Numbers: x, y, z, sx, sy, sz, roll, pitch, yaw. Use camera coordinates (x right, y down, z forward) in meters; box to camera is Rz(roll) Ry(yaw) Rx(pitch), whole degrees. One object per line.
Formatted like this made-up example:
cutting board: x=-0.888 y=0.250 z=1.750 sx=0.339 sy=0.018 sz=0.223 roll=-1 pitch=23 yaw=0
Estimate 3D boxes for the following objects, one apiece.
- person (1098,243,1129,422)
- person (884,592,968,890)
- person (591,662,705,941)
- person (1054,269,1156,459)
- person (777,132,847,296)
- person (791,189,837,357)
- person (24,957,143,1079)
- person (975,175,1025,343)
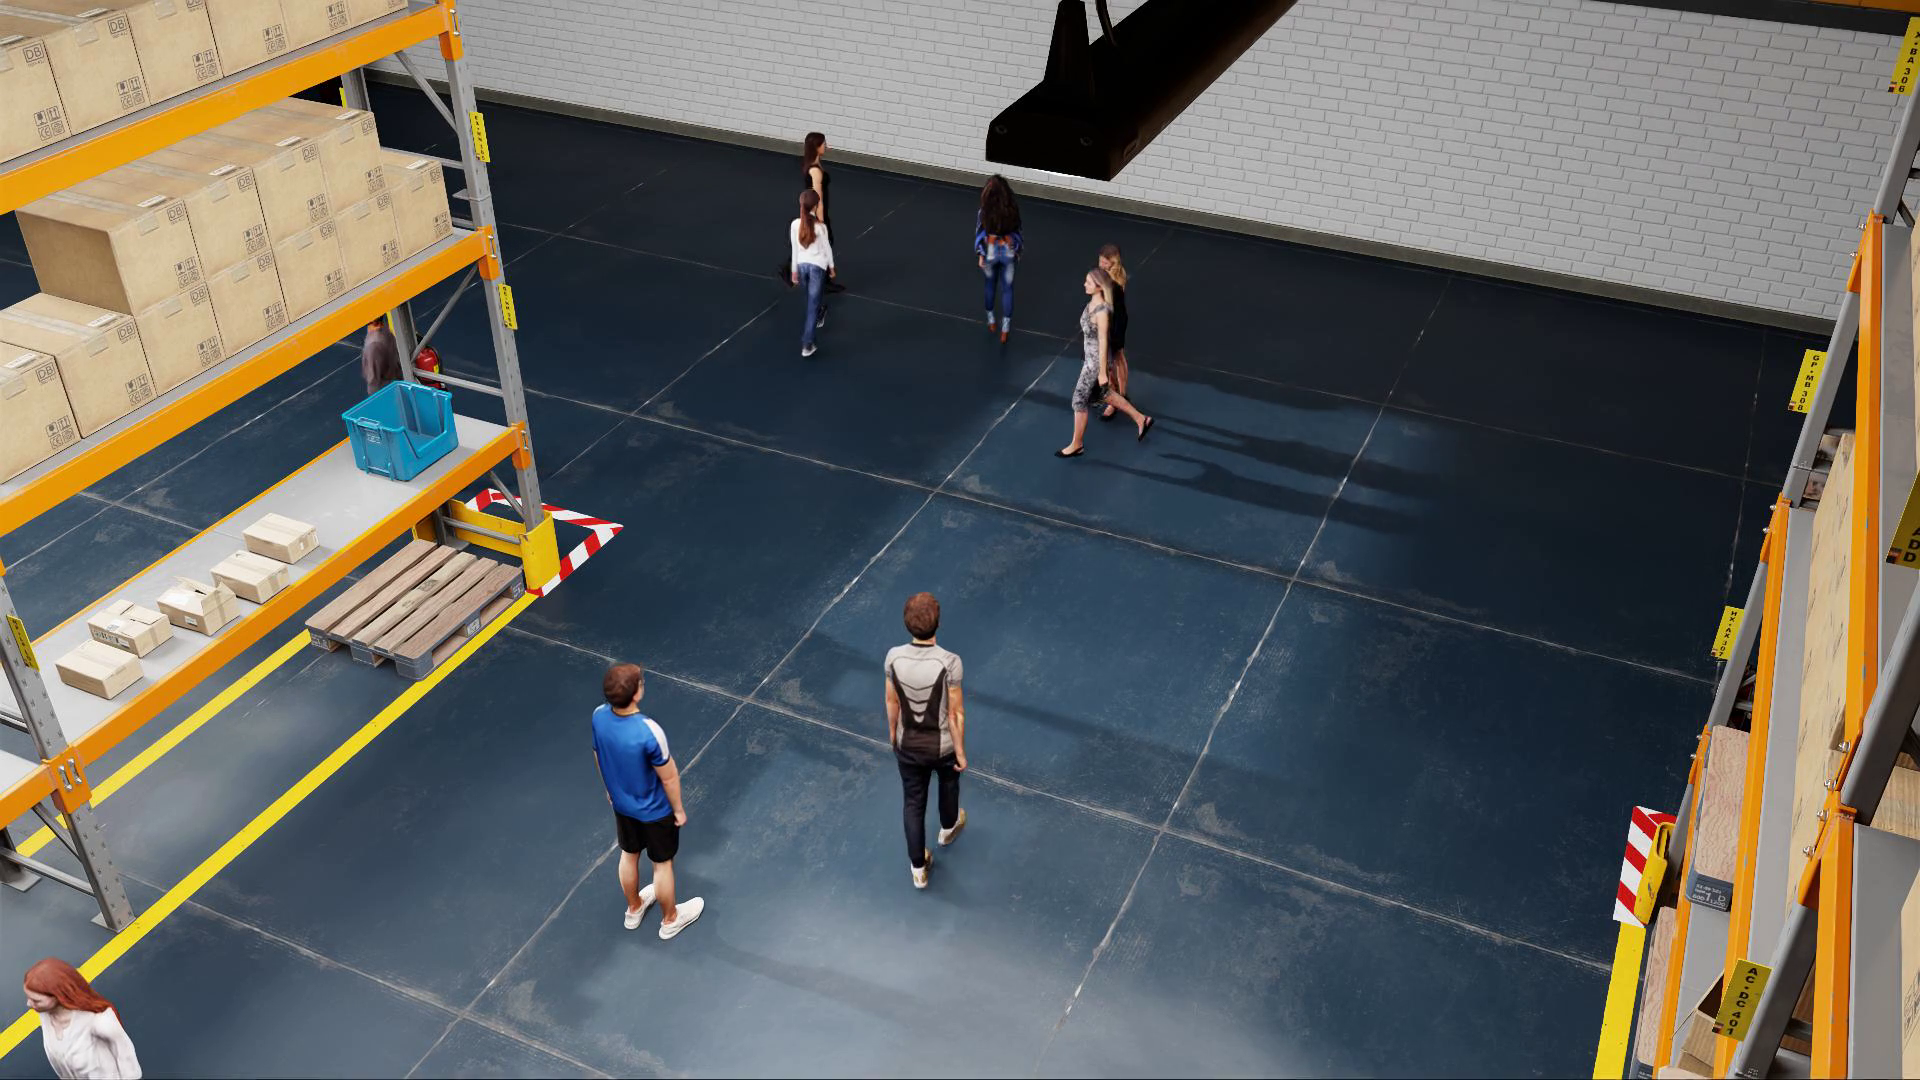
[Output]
person: x=1.355 y=-1.820 z=14.271 sx=0.791 sy=1.657 sz=0.496 roll=16 pitch=37 yaw=22
person: x=-0.198 y=1.213 z=9.527 sx=0.790 sy=1.858 sz=0.971 roll=7 pitch=34 yaw=10
person: x=-1.767 y=1.435 z=9.185 sx=0.640 sy=1.866 sz=0.562 roll=13 pitch=36 yaw=19
person: x=1.227 y=-1.437 z=13.677 sx=0.964 sy=1.678 sz=1.091 roll=-1 pitch=34 yaw=-2
person: x=-1.478 y=-3.153 z=16.259 sx=0.962 sy=1.677 sz=0.936 roll=-8 pitch=34 yaw=-12
person: x=-1.394 y=-2.425 z=15.314 sx=0.592 sy=1.509 sz=1.075 roll=10 pitch=35 yaw=15
person: x=-3.916 y=2.533 z=7.629 sx=0.620 sy=1.761 sz=0.522 roll=10 pitch=35 yaw=15
person: x=0.383 y=-2.628 z=15.530 sx=0.764 sy=1.610 sz=0.867 roll=1 pitch=34 yaw=2
